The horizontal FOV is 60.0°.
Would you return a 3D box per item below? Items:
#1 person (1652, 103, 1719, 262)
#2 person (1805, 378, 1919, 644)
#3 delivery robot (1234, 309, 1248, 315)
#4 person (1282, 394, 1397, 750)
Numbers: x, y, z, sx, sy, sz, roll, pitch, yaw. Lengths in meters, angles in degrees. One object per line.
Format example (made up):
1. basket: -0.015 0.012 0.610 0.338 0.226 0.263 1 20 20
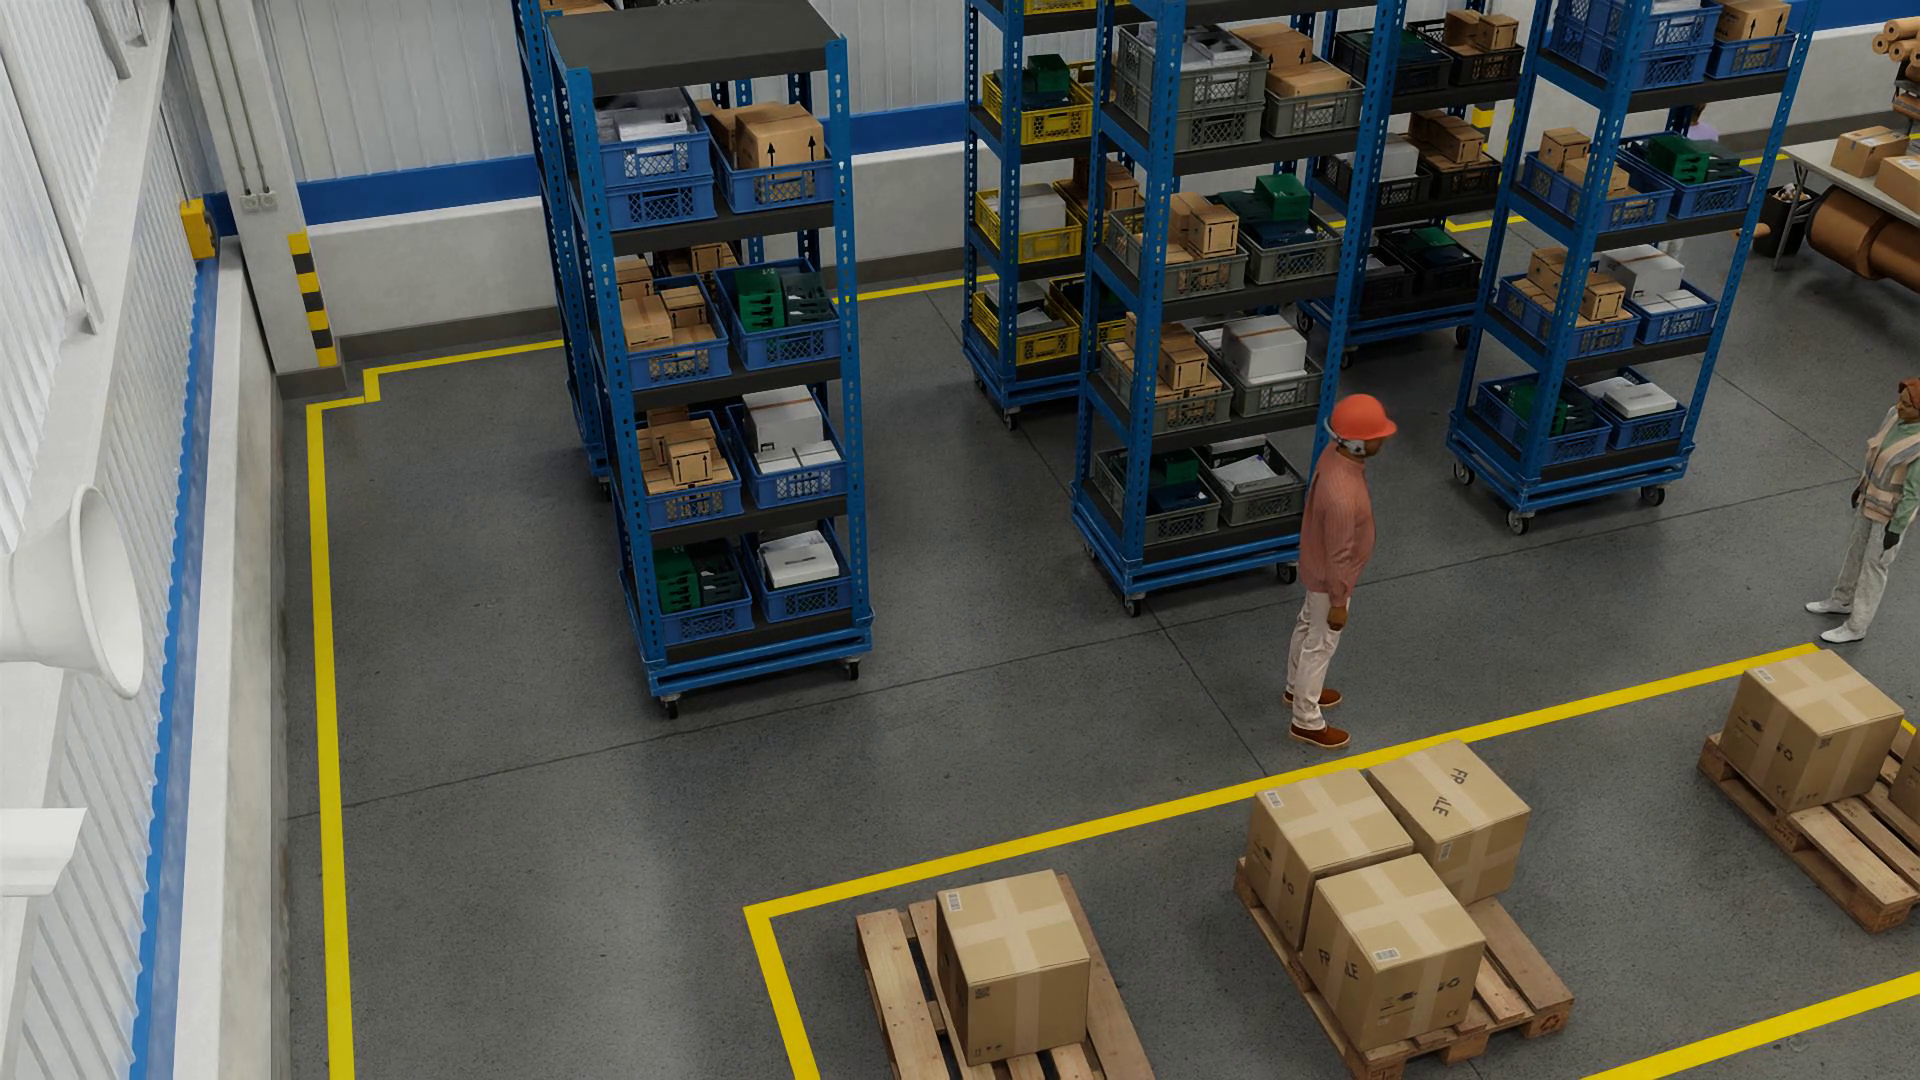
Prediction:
1. person: 5.005 -2.291 11.845 0.629 1.940 0.379 -22 41 -28
2. person: 5.047 -0.166 9.096 0.313 1.634 0.514 3 35 4
3. delivery robot: 2.252 -2.022 12.575 0.477 0.478 0.707 29 44 35
4. person: 1.873 0.152 8.330 0.375 1.997 0.612 3 35 4
